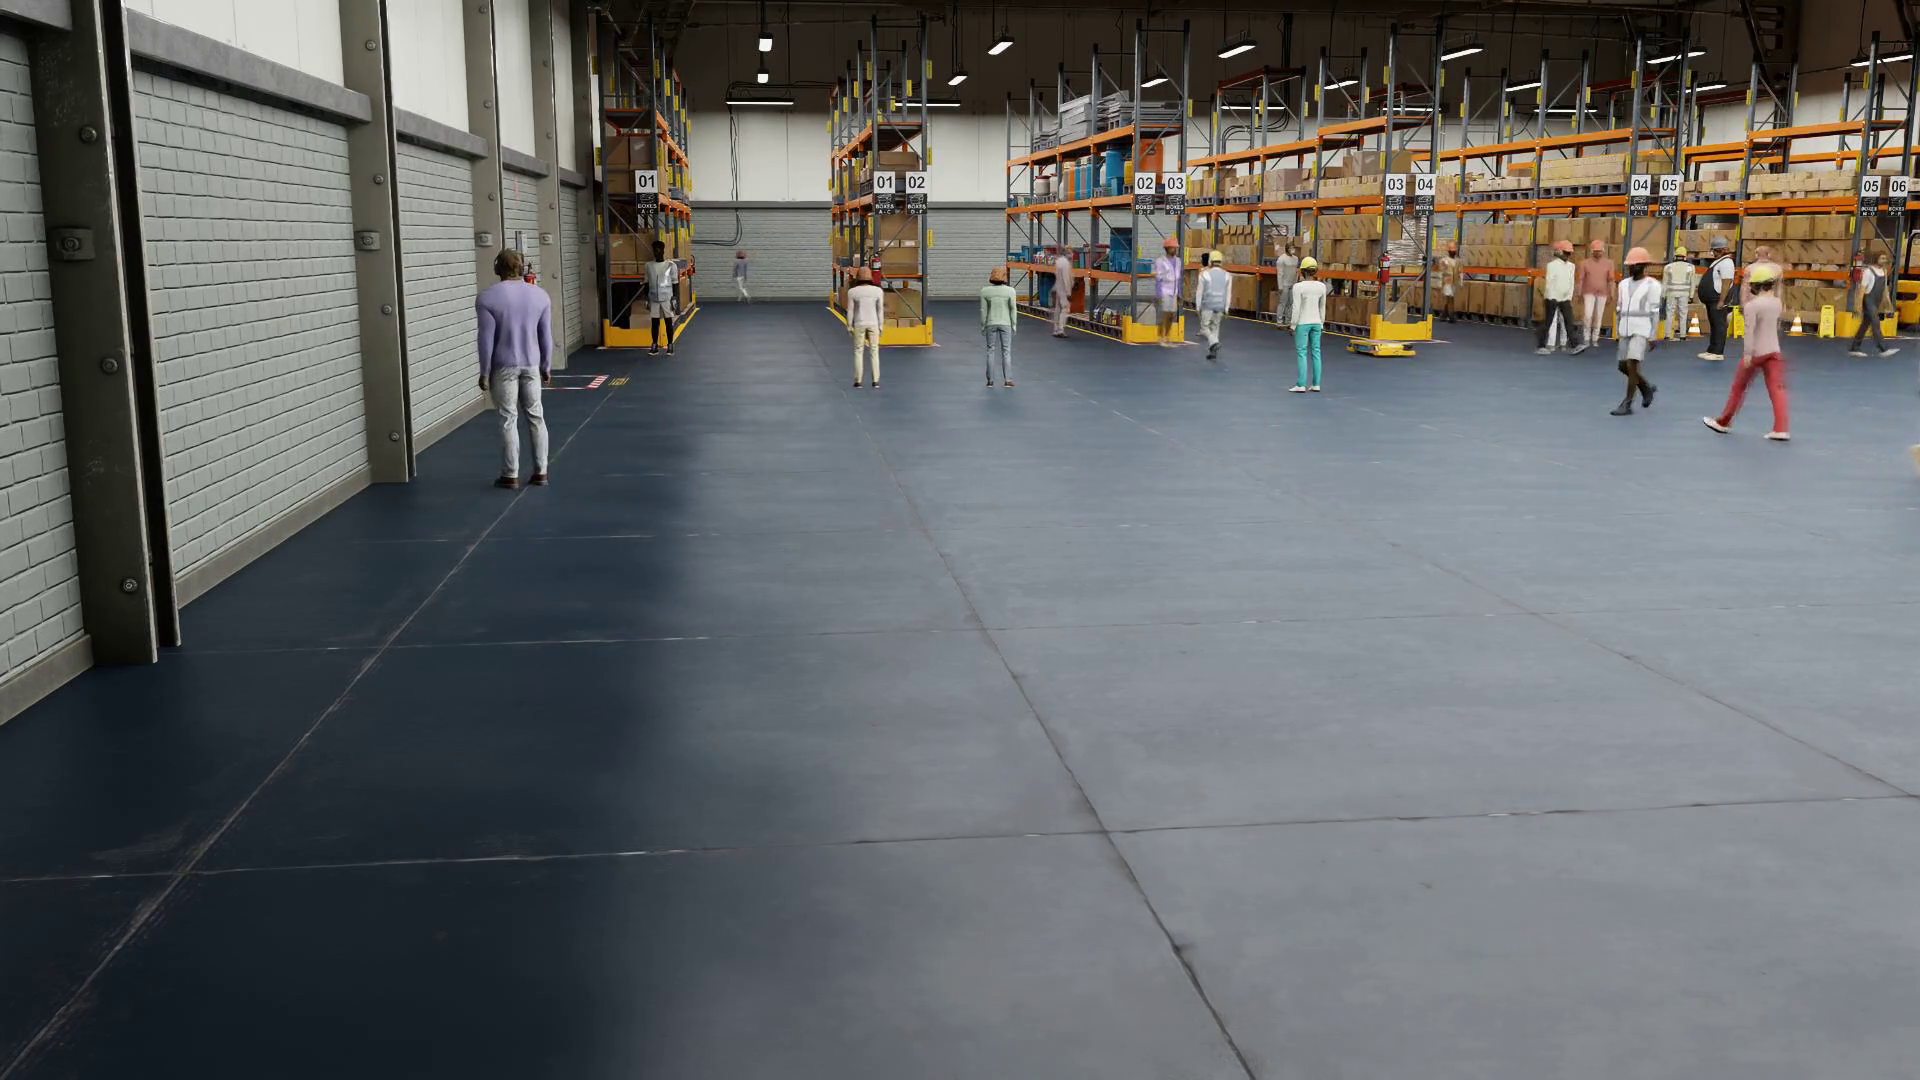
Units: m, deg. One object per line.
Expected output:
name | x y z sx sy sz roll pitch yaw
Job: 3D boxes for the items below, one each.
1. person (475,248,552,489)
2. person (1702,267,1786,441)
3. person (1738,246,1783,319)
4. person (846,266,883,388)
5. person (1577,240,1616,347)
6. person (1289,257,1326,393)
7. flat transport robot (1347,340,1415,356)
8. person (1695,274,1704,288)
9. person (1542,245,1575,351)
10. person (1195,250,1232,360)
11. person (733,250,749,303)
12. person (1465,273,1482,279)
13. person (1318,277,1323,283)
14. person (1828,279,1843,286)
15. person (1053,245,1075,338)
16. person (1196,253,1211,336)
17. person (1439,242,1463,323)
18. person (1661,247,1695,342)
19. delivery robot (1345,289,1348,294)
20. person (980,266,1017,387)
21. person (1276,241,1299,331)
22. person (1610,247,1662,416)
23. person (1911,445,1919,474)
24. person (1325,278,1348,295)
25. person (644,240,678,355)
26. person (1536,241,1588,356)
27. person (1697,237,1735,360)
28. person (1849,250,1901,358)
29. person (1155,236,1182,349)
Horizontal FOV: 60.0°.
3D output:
person | -3.600 -1.385 13.465 0.635 1.937 0.353 -8 13 -37
person | 8.015 -1.881 16.794 0.550 1.718 0.927 -4 11 -22
person | 13.162 -3.887 27.352 0.646 1.881 0.542 1 10 4
person | -1.280 -2.863 22.423 0.502 1.633 0.291 -2 10 -10
person | 11.672 -4.505 30.479 0.638 1.959 0.813 2 11 13
person | 4.529 -2.807 21.736 0.535 1.767 0.317 -5 11 -25
flat transport robot | 7.249 -3.326 28.680 0.652 0.197 1.431 -1 10 -8
person | 19.758 -7.055 44.319 0.637 2.022 0.668 -3 11 -15
person | 10.672 -4.317 29.691 0.587 1.882 0.341 -3 11 -17
person | 4.154 -3.830 27.213 0.603 1.810 0.510 -3 11 -18
person | -6.663 -8.000 50.623 0.601 1.614 0.515 7 12 32
person | 14.913 -7.668 48.064 0.683 1.872 0.845 -4 11 -22
person | 9.782 -7.136 45.945 0.518 1.595 0.866 2 10 9
person | 20.162 -5.878 38.440 0.525 1.817 0.988 -2 11 -13
person | 2.100 -5.013 33.571 0.416 1.867 0.804 -2 10 -8
person | 5.039 -5.011 34.007 0.533 1.697 0.322 -9 14 -42
person | 11.582 -6.083 39.333 0.553 1.907 0.932 -1 10 -8
person | 13.935 -4.765 32.285 0.600 1.831 0.404 4 11 20
delivery robot | 11.668 -7.350 49.707 0.707 0.478 0.477 3 11 18
person | 0.525 -2.881 22.504 0.497 1.633 0.285 2 10 9
person | 7.087 -5.486 35.987 0.625 1.931 0.363 -9 14 -40
person | 7.760 -2.379 19.000 0.747 1.918 0.550 -6 12 -29
person | 8.024 -1.300 13.334 0.637 1.818 0.730 -5 11 -24
person | 10.528 -7.371 46.483 0.611 1.865 0.999 0 10 -2
person | -5.136 -4.145 28.521 0.610 1.965 0.364 1 10 8
person | 10.331 -4.132 28.496 0.623 1.943 0.982 -4 11 -23
person | 12.489 -3.999 27.516 0.536 2.000 0.673 2 11 13
person | 15.354 -3.926 27.775 0.516 1.796 0.974 -6 12 -31
person | 3.821 -4.505 30.286 0.614 2.042 0.394 -9 14 -40
